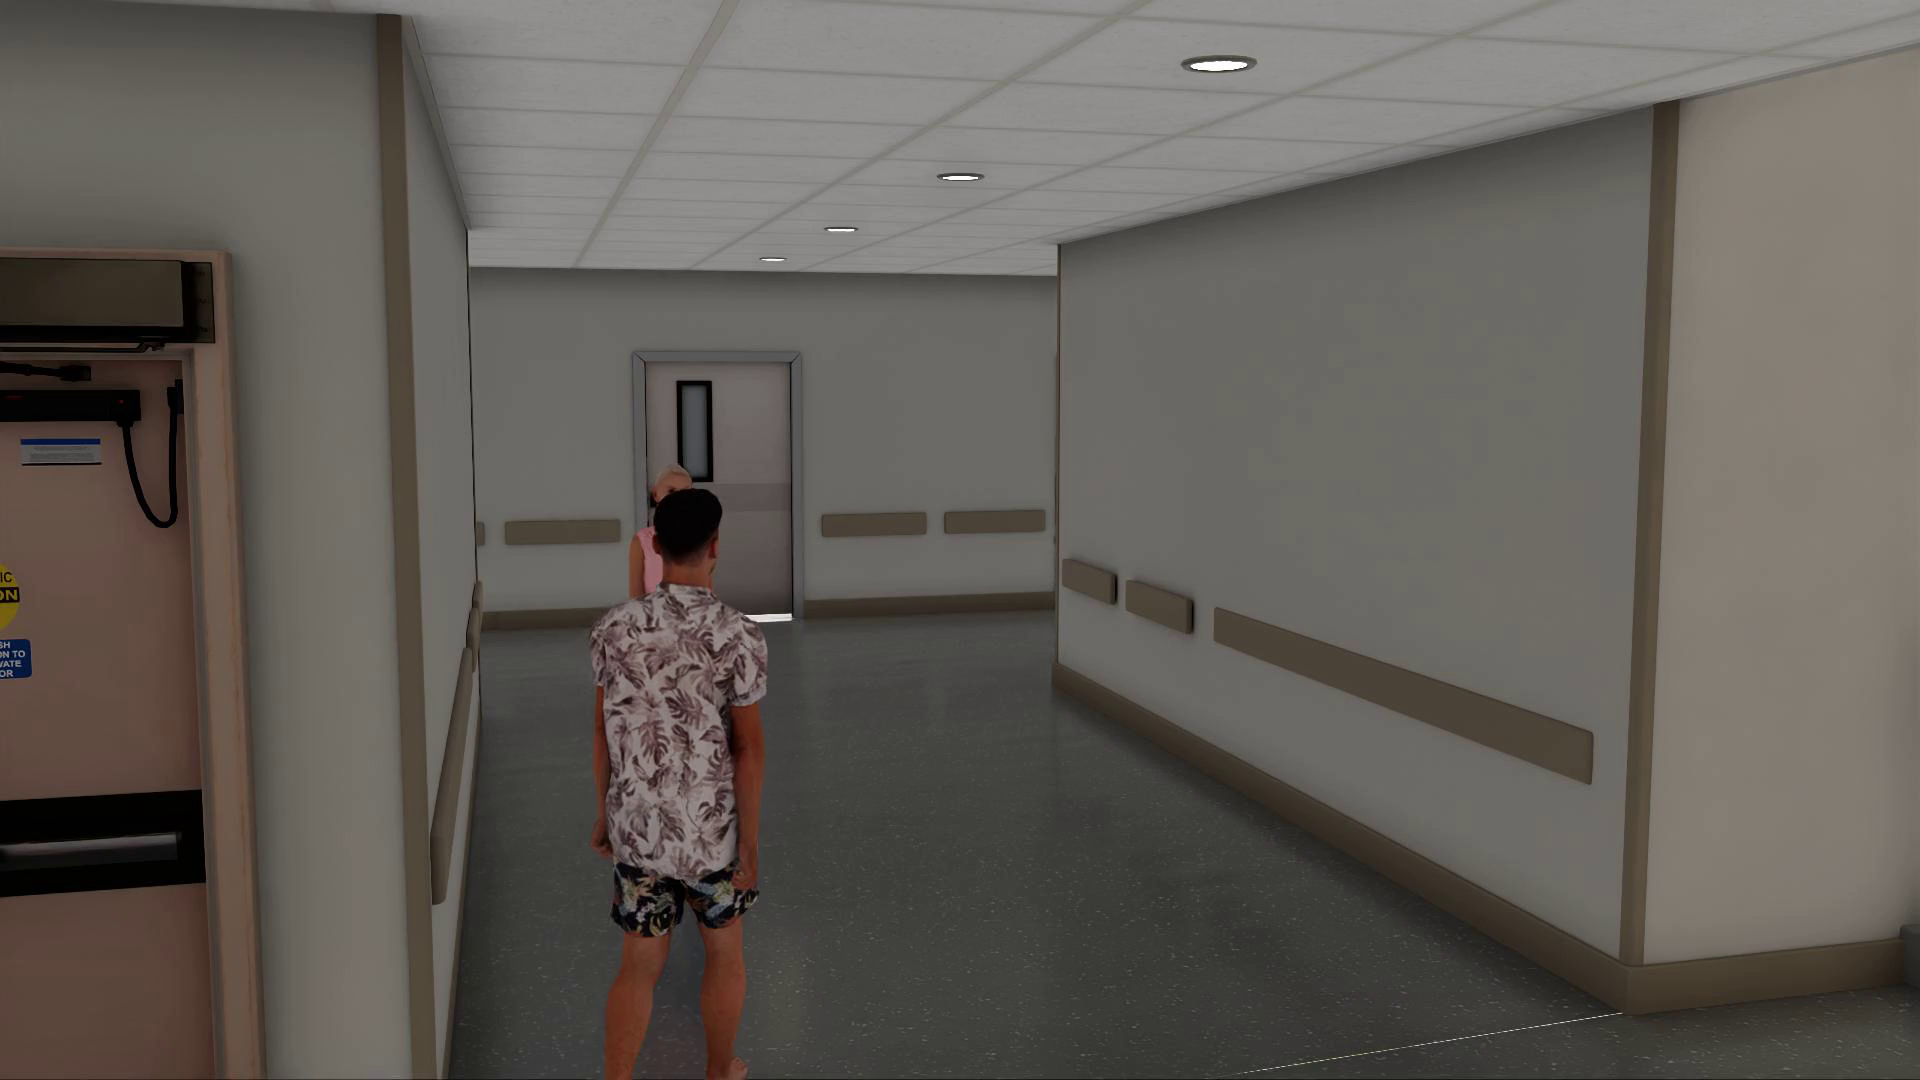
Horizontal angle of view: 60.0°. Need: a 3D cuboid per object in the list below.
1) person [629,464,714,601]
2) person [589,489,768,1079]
[{"bbox_3d":[-1.315,0.520,7.557,0.890,1.708,0.661,-2,6,-22],"label":"person"},{"bbox_3d":[-0.795,0.783,4.549,1.127,1.788,1.009,1,6,7],"label":"person"}]
